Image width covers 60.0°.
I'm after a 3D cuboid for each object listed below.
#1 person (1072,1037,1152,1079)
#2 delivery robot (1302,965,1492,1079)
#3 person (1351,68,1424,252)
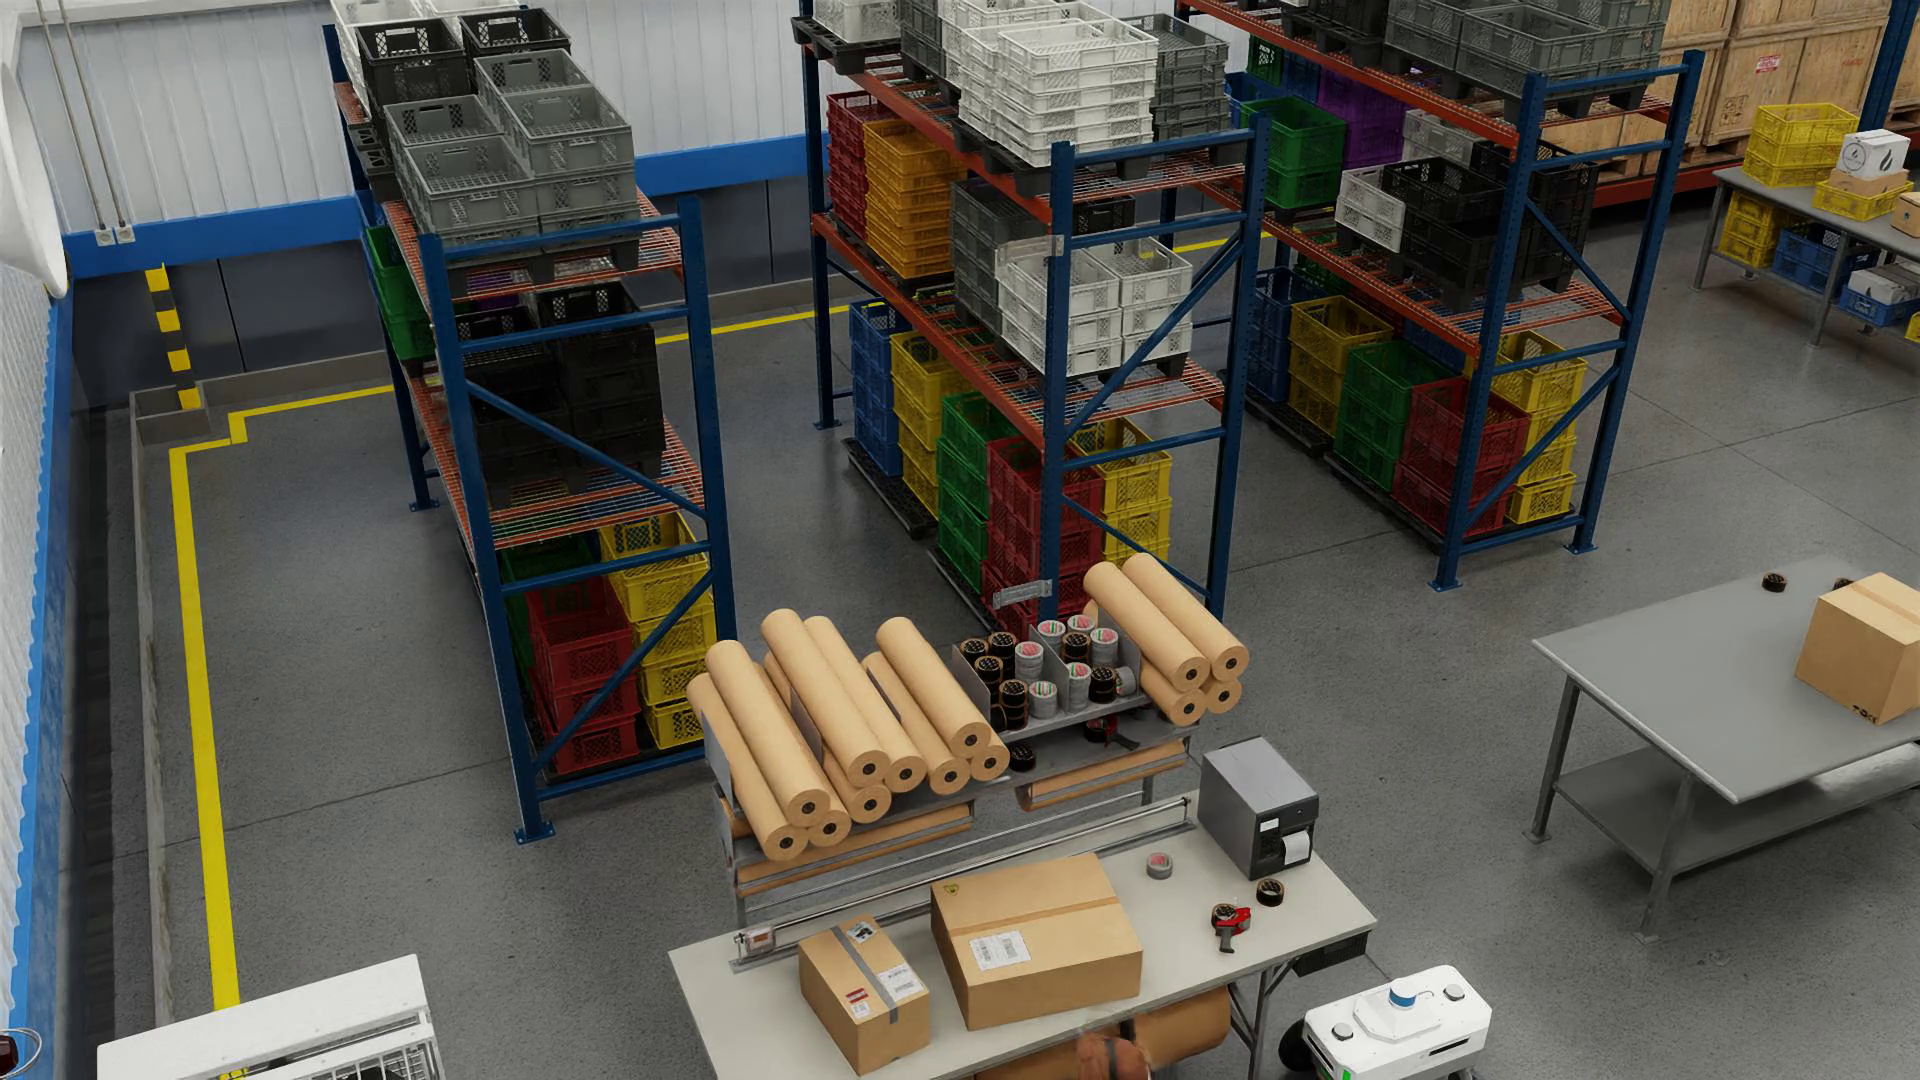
[{"bbox_3d":[0.476,2.102,5.265,0.315,1.613,0.642,8,32,12],"label":"person"},{"bbox_3d":[1.700,1.913,6.482,0.707,0.478,0.477,-12,34,-19],"label":"delivery robot"},{"bbox_3d":[3.456,-3.307,13.747,0.625,1.933,0.375,18,36,27],"label":"person"}]
